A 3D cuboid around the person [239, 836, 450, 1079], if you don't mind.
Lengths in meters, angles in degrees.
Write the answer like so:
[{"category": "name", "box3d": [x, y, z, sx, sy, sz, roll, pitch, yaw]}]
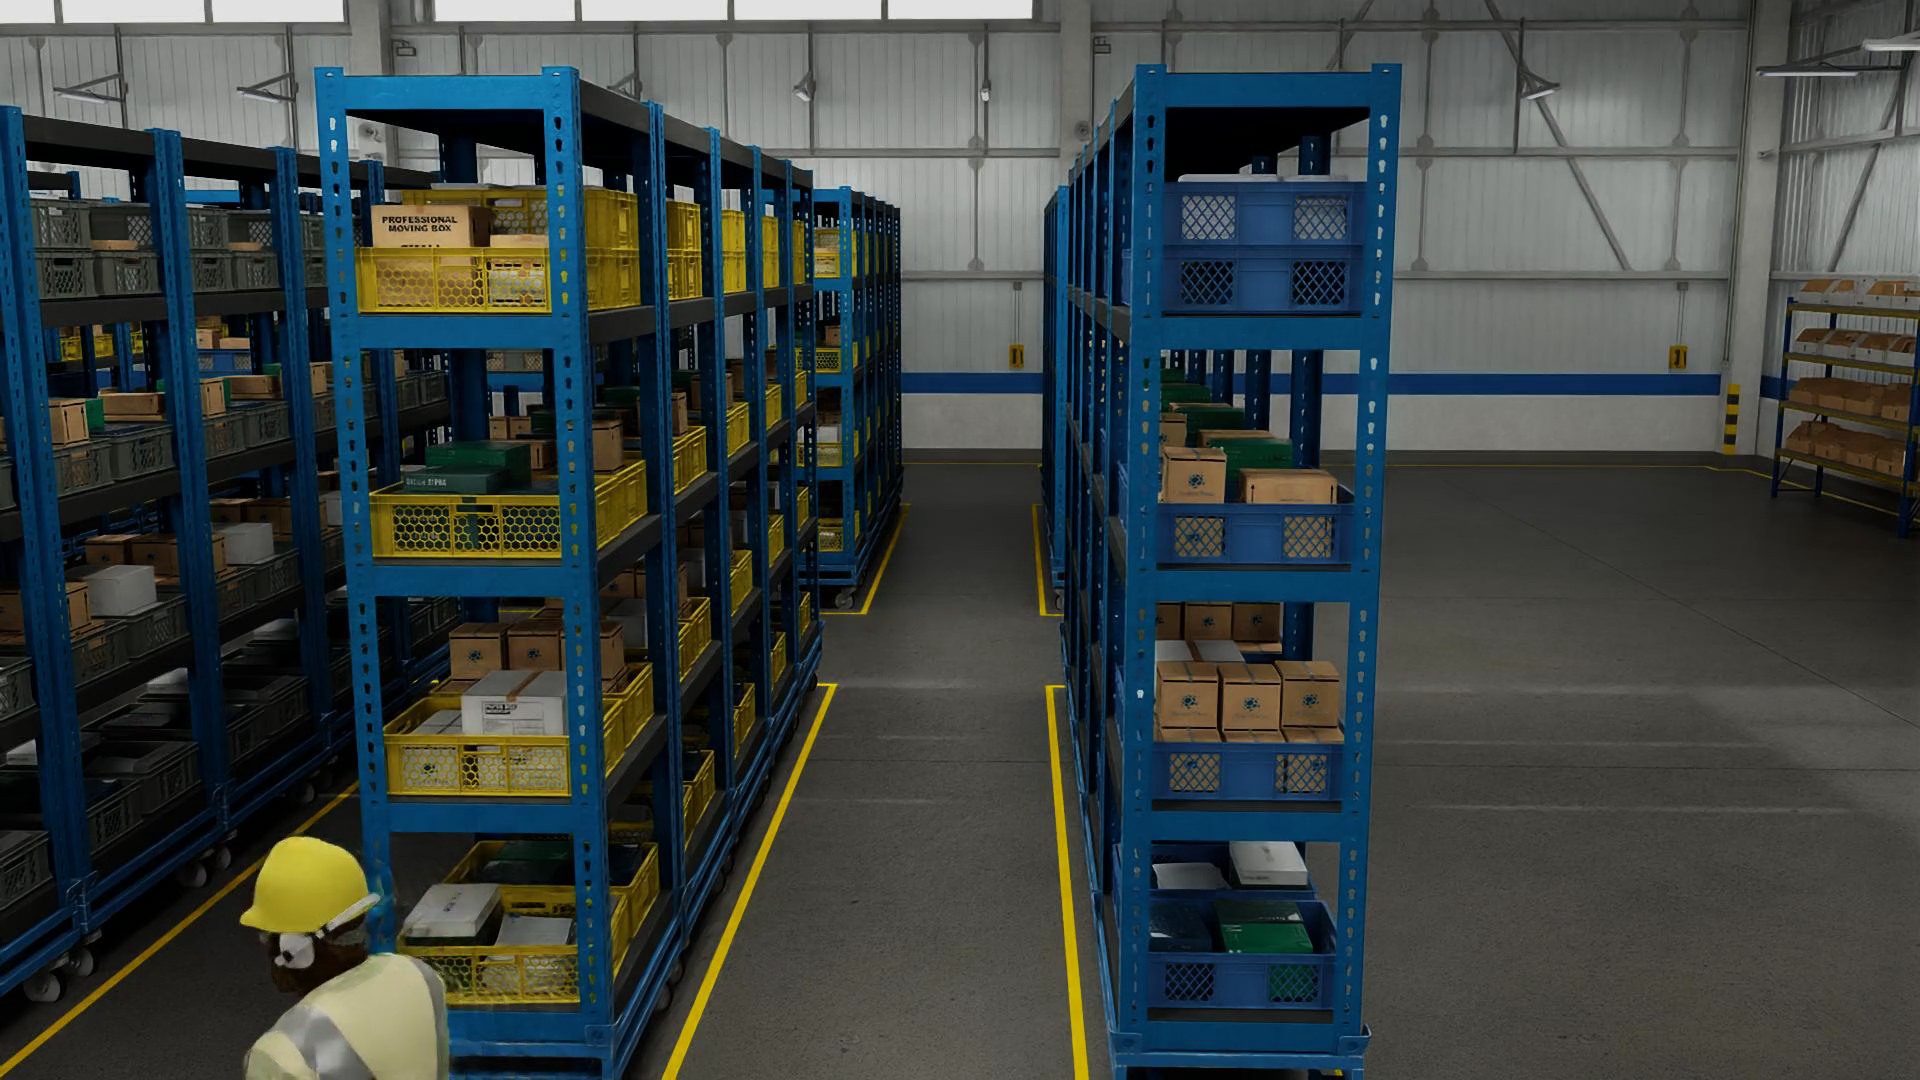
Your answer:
[{"category": "person", "box3d": [-1.261, 1.529, 3.654, 0.827, 1.799, 0.581, 1, 10, 9]}]
